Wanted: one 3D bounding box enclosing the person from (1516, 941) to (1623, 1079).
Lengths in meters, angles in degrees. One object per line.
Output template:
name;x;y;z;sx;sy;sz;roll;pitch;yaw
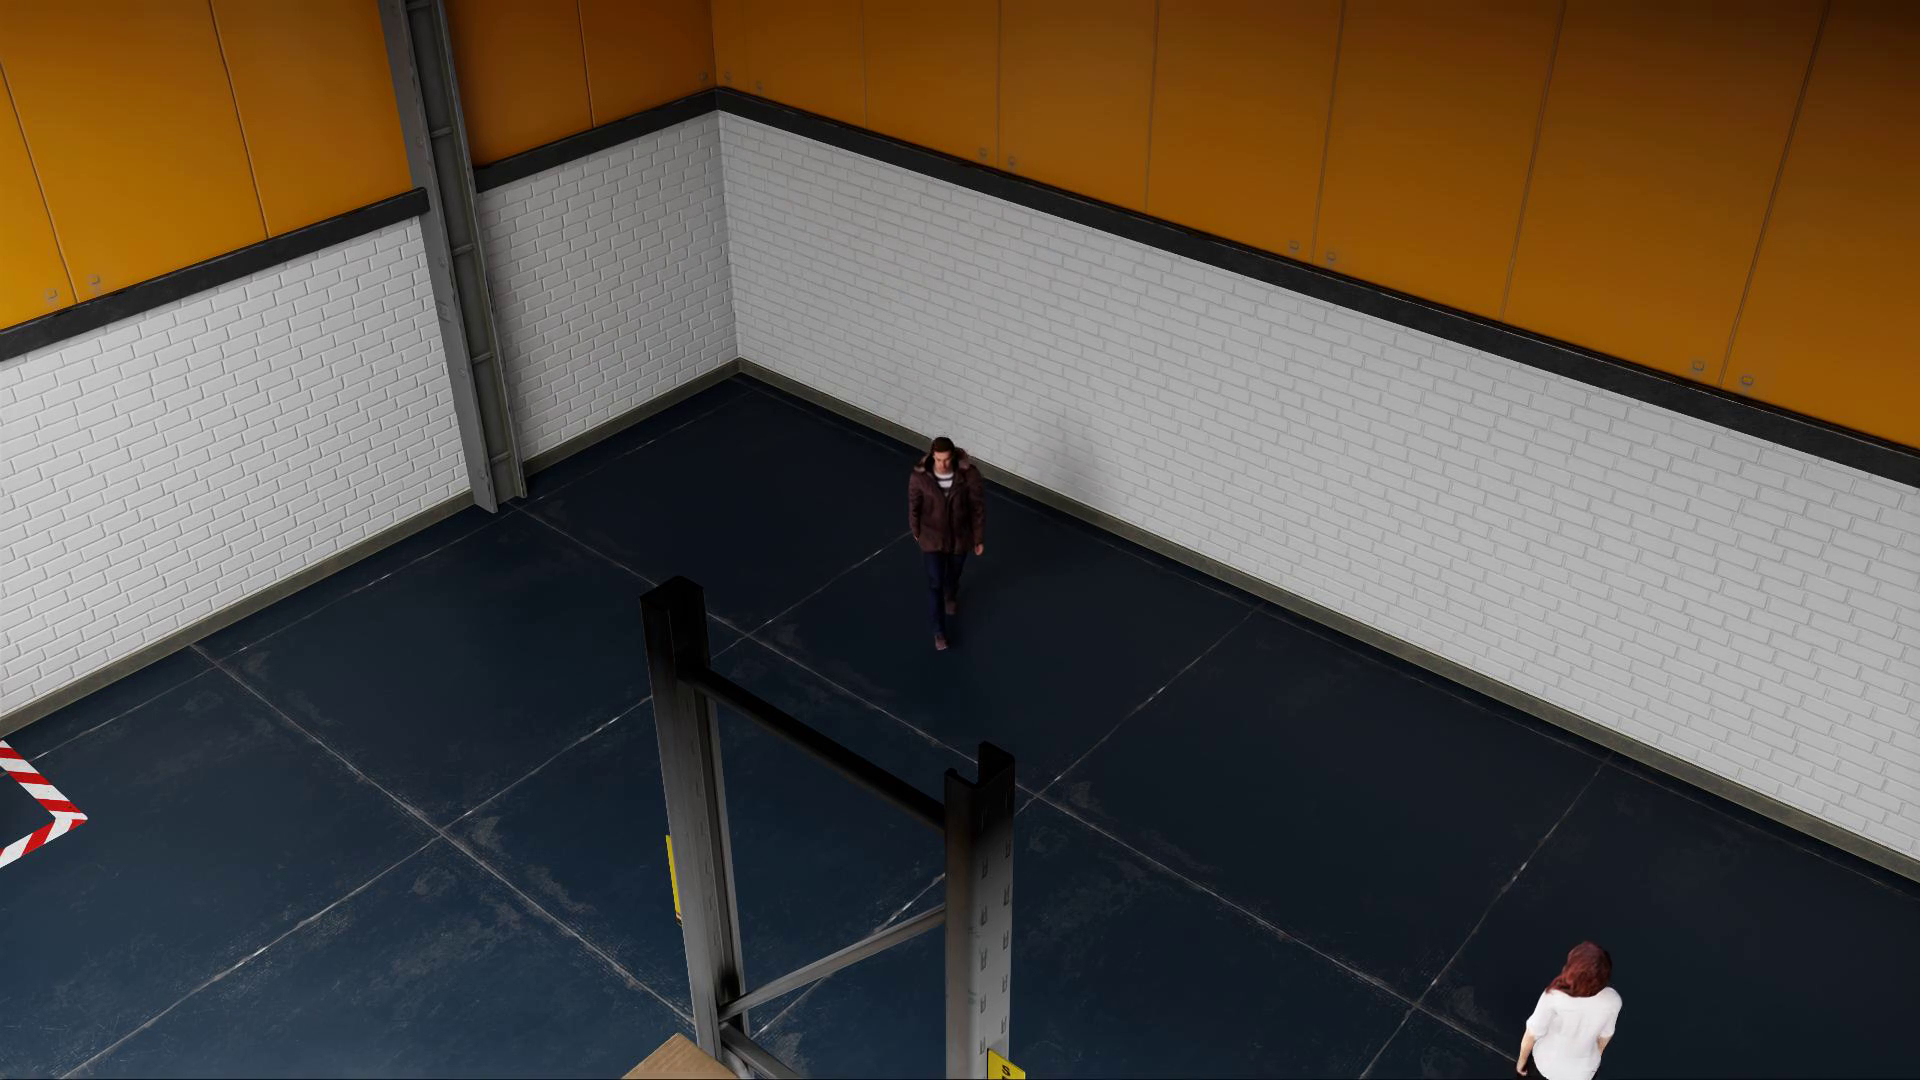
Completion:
person;3.221;2.869;8.866;0.913;1.783;1.022;2;34;3

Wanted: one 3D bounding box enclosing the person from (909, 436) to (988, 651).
person;-0.103;-0.088;13.305;1.209;1.792;1.250;-4;34;-7
